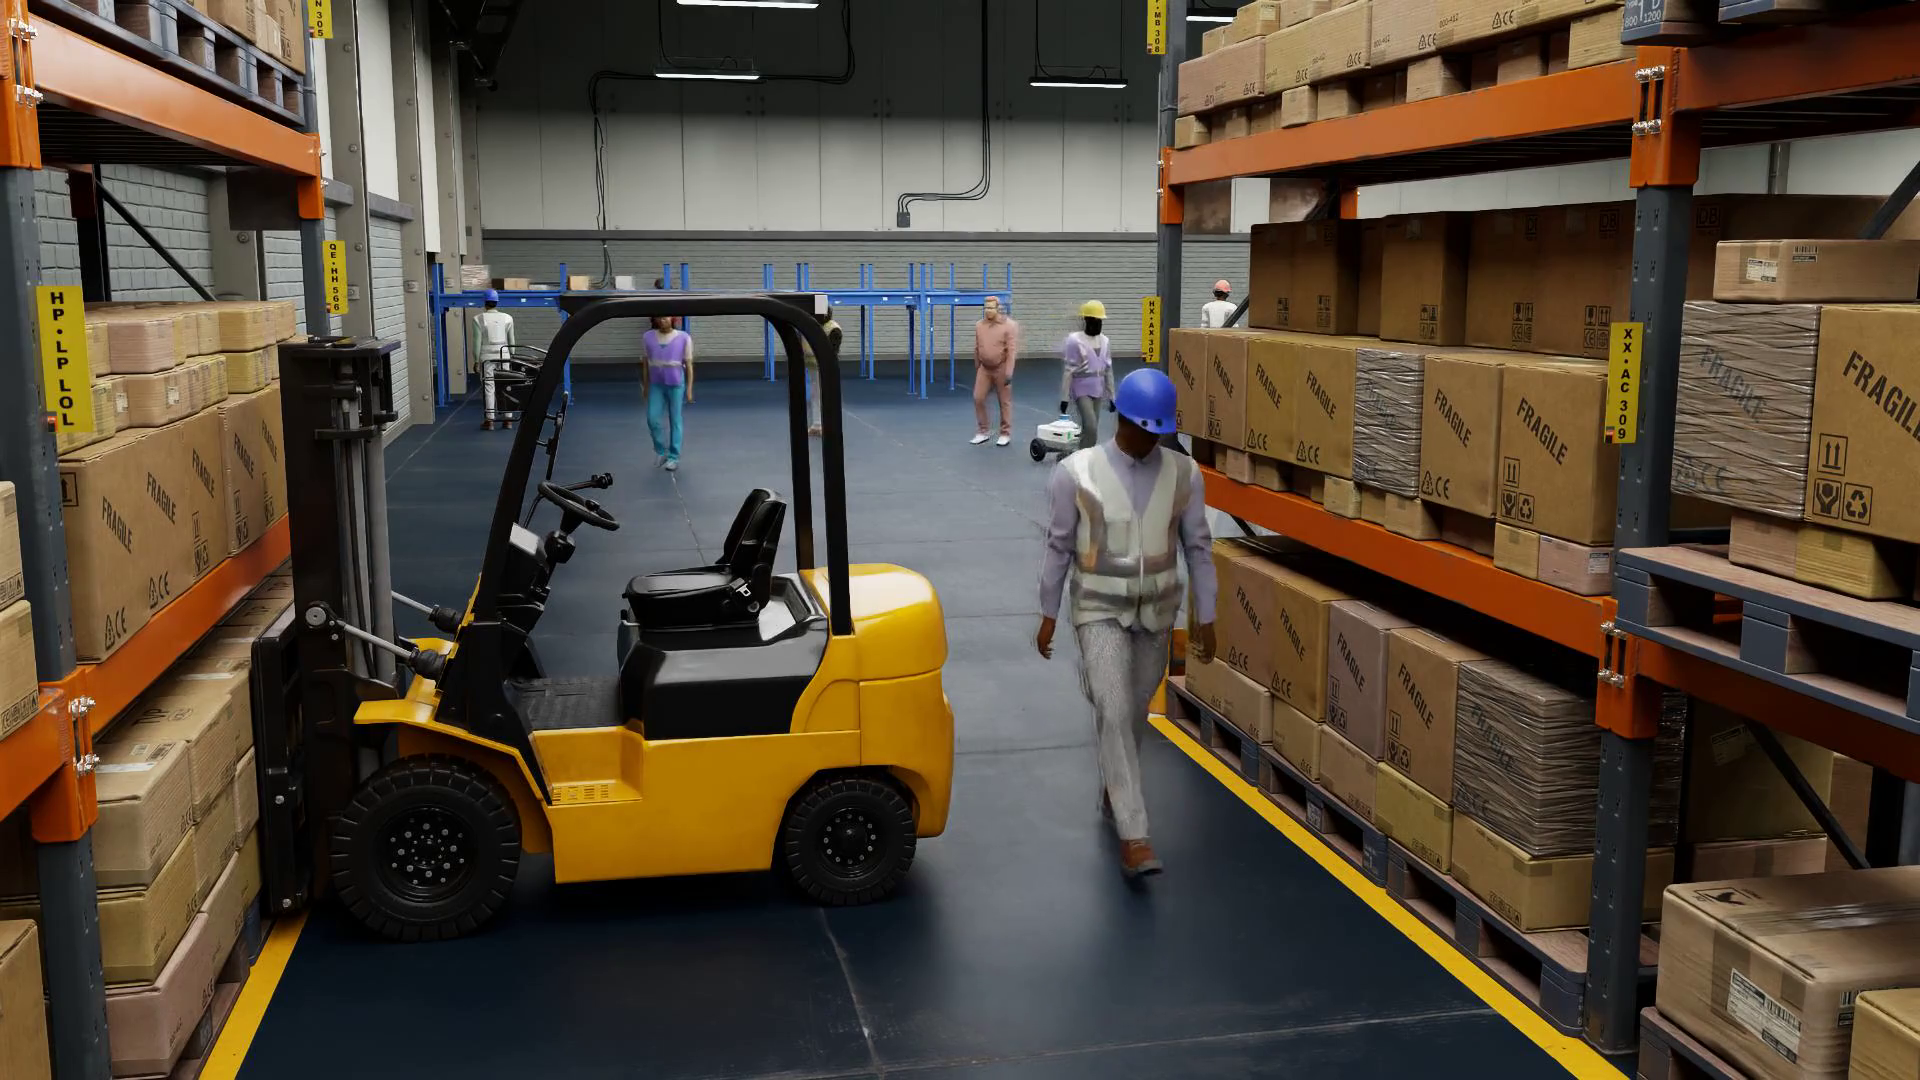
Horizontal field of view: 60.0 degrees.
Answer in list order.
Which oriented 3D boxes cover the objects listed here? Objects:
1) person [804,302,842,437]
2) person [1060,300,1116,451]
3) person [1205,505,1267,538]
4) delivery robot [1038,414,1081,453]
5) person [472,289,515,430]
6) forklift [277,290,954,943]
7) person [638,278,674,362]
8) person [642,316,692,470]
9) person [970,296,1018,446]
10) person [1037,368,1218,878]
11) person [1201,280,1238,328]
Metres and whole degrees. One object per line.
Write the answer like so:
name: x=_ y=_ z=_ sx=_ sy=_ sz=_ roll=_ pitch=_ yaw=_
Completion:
person: x=-1.860 y=-2.257 z=22.075 sx=0.433 sy=1.801 sz=0.725 roll=-8 pitch=12 yaw=-40
person: x=1.369 y=-1.494 z=17.066 sx=0.633 sy=1.902 sz=0.679 roll=-9 pitch=13 yaw=-42
person: x=2.081 y=-0.708 z=12.667 sx=0.621 sy=1.788 sz=0.989 roll=6 pitch=11 yaw=31
delivery robot: x=1.206 y=-1.214 z=19.310 sx=0.477 sy=0.478 sz=0.707 roll=-5 pitch=11 yaw=-29
person: x=-6.492 y=-2.515 z=23.157 sx=0.614 sy=1.946 sz=0.389 roll=-7 pitch=12 yaw=-38
forklift: x=-1.179 y=0.175 z=6.143 sx=2.313 sy=2.155 sz=1.214 roll=-2 pitch=10 yaw=-12
person: x=-6.977 y=-5.080 z=38.641 sx=0.986 sy=2.000 sz=0.693 roll=5 pitch=10 yaw=27
person: x=-3.256 y=-1.682 z=18.424 sx=0.594 sy=1.828 sz=0.530 roll=1 pitch=9 yaw=8
person: x=0.420 y=-2.122 z=20.958 sx=0.669 sy=1.878 sz=0.665 roll=5 pitch=11 yaw=30
person: x=0.670 y=0.293 z=6.275 sx=0.652 sy=1.863 sz=1.035 roll=-2 pitch=10 yaw=-15
person: x=4.189 y=-3.152 z=26.750 sx=0.616 sy=2.041 sz=0.378 roll=5 pitch=11 yaw=30
